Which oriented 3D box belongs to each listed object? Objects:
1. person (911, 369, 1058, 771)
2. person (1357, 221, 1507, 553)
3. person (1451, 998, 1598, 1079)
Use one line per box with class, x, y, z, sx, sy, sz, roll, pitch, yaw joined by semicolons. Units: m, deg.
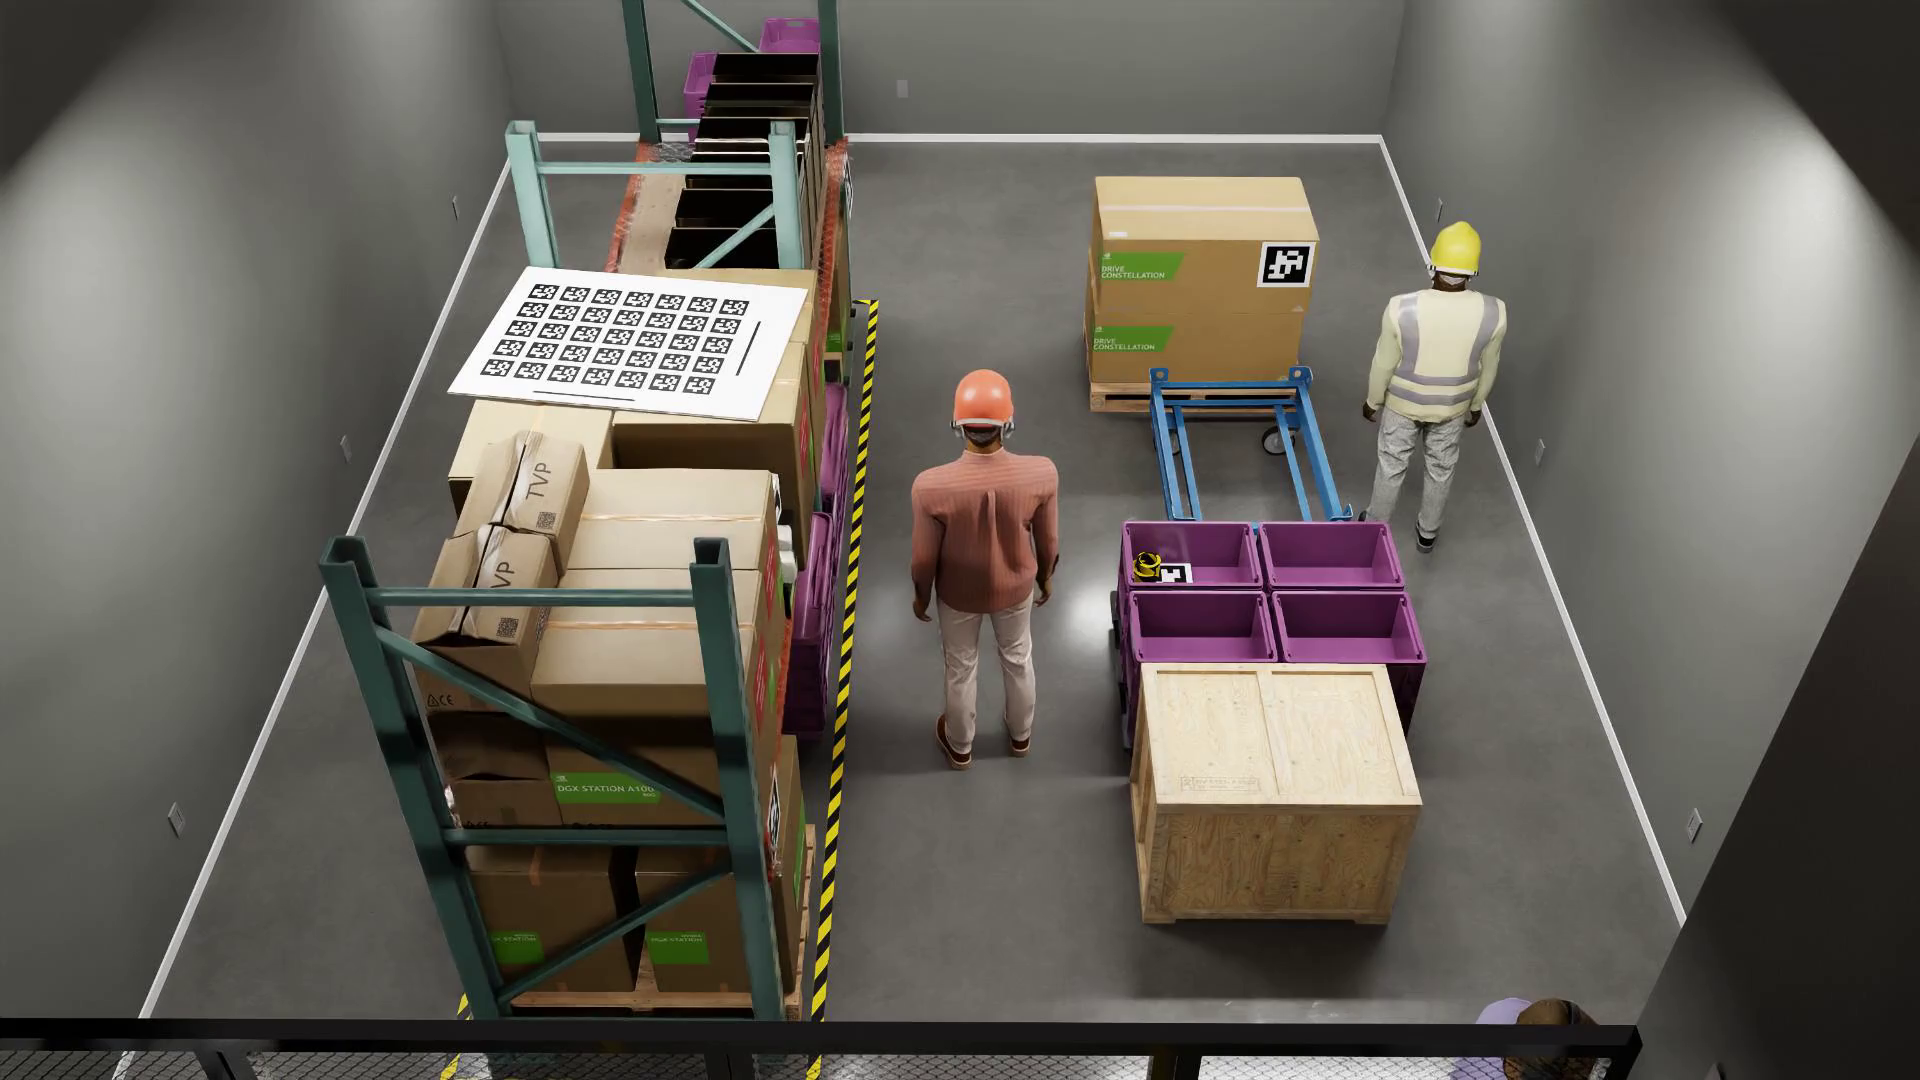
person;0.094;0.157;6.900;0.617;1.983;0.403;-8;42;-10
person;2.239;-0.701;7.990;0.586;1.835;0.403;3;41;3
person;1.527;1.942;4.904;0.372;1.934;0.630;11;42;12
